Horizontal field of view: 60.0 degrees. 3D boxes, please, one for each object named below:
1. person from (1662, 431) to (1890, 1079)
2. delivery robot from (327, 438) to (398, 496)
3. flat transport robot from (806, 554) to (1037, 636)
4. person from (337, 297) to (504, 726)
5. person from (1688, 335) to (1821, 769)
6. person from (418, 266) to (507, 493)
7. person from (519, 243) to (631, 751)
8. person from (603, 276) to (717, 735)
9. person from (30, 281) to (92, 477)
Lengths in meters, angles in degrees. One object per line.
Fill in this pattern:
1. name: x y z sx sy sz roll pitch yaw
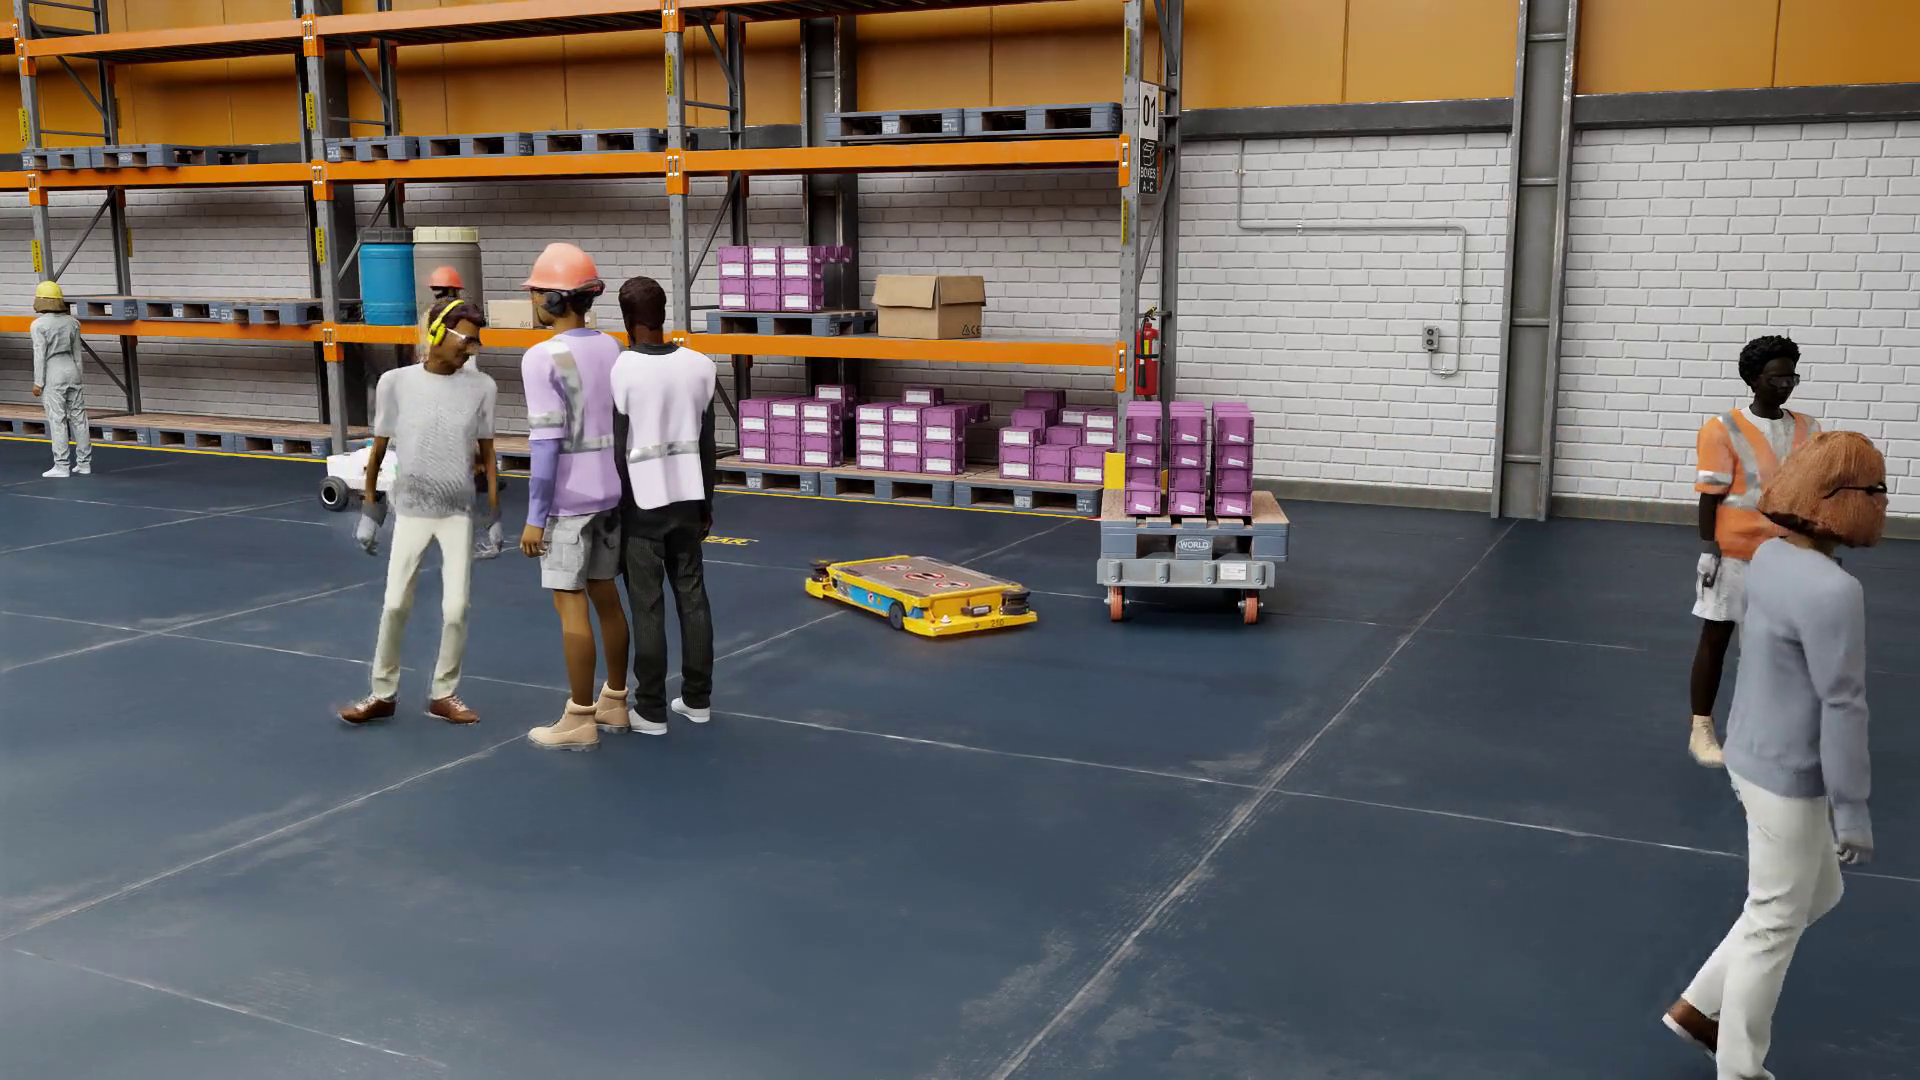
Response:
1. person: 1.925 0.560 3.811 0.341 1.625 0.514 2 10 12
2. delivery robot: -4.554 -0.549 12.938 0.707 0.478 0.477 4 11 20
3. flat transport robot: -0.245 0.281 9.265 0.652 0.197 1.431 -6 12 -32
4. person: -2.284 -0.098 6.995 0.706 1.826 0.407 -4 11 -23
5. person: 3.110 0.050 6.514 0.539 1.696 0.317 -2 10 -14
6. person: -4.149 -1.267 13.505 0.954 1.899 0.554 -9 13 -42
7. person: -1.567 -0.167 6.748 0.369 2.048 0.608 4 11 22
8. person: -1.264 -0.137 6.966 0.391 1.913 0.587 9 14 43
9. person: -8.068 -1.434 14.872 0.297 1.745 0.484 4 11 22
